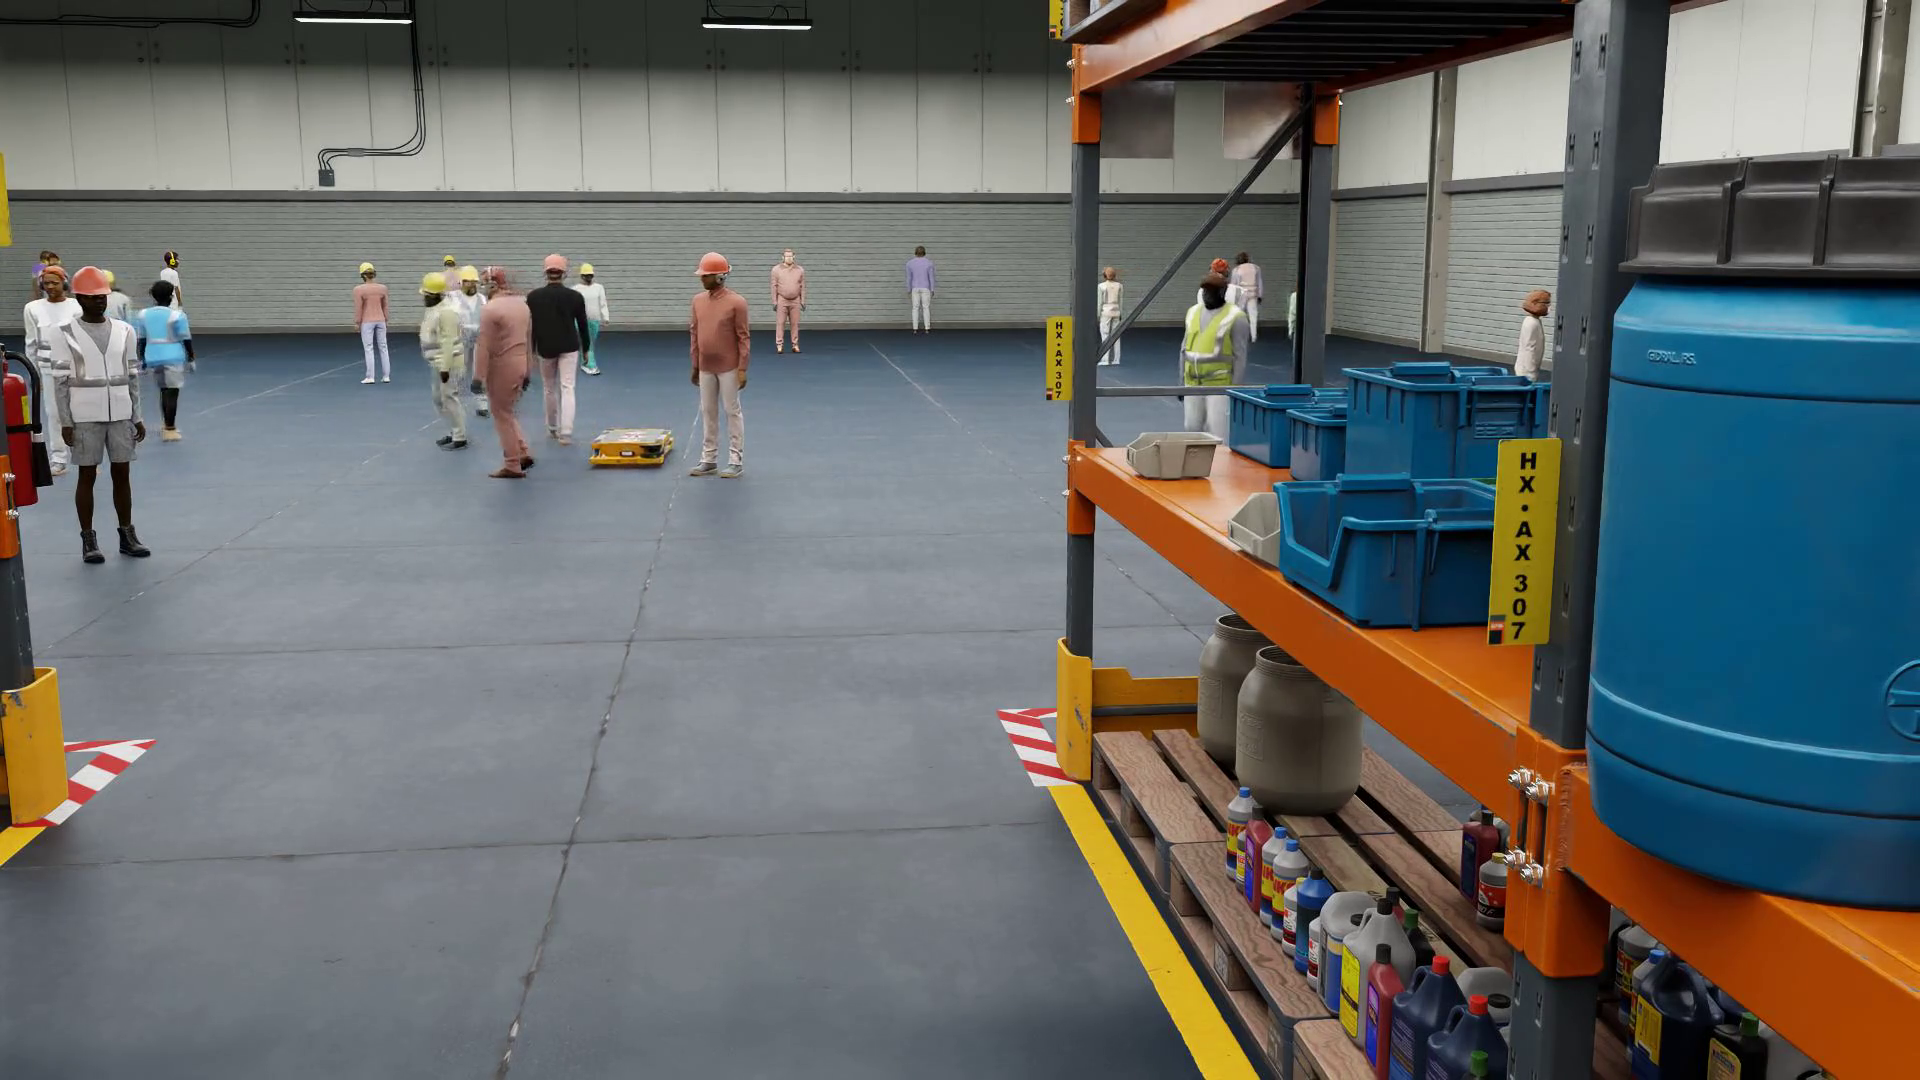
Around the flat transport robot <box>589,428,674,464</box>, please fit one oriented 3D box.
[{"bbox_3d":[-3.148,-0.910,16.013,0.652,0.197,1.431,-1,10,-5],"label":"flat transport robot"}]

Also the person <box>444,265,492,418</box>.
[{"bbox_3d":[-5.864,-2.354,19.725,0.593,1.807,0.757,-9,14,-42],"label":"person"}]

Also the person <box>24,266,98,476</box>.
[{"bbox_3d":[-8.029,-1.506,14.880,0.577,1.877,0.342,-2,11,-12],"label":"person"}]

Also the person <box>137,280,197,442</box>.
[{"bbox_3d":[-8.278,-1.878,17.466,0.550,1.671,0.655,1,10,5],"label":"person"}]

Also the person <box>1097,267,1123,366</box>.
[{"bbox_3d":[2.477,-3.703,27.582,0.523,1.636,0.310,-6,12,-29],"label":"person"}]

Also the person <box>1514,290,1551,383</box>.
[{"bbox_3d":[5.561,-1.622,16.221,0.302,1.627,0.497,5,12,27],"label":"person"}]

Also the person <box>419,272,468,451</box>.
[{"bbox_3d":[-5.153,-1.770,16.568,0.468,1.786,0.620,-6,12,-31],"label":"person"}]

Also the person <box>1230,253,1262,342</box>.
[{"bbox_3d":[5.821,-4.934,33.882,0.687,1.815,0.434,-3,11,-16],"label":"person"}]

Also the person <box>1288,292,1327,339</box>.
[{"bbox_3d":[4.904,-2.948,23.462,0.522,1.618,0.425,1,10,6],"label":"person"}]

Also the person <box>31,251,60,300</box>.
[{"bbox_3d":[-19.329,-5.207,35.272,0.566,1.836,0.400,-3,11,-14],"label":"person"}]

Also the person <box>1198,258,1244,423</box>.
[{"bbox_3d":[2.976,-2.280,19.097,0.574,1.886,0.360,-3,11,-15],"label":"person"}]

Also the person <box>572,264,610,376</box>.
[{"bbox_3d":[-5.733,-3.412,25.773,0.526,1.719,0.897,-8,13,-37],"label":"person"}]

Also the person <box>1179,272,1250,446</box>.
[{"bbox_3d":[2.107,-1.329,14.018,0.629,1.847,0.429,10,14,43],"label":"person"}]

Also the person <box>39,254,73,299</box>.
[{"bbox_3d":[-16.320,-4.253,30.090,0.994,1.819,0.551,10,14,44],"label":"person"}]

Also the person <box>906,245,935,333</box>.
[{"bbox_3d":[-0.873,-5.547,36.858,0.627,1.941,0.370,1,10,7],"label":"person"}]

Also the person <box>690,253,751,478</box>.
[{"bbox_3d":[-2.149,-1.546,14.785,0.612,1.990,0.392,6,12,30],"label":"person"}]

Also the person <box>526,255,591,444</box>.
[{"bbox_3d":[-4.178,-1.989,17.344,0.644,1.938,1.026,-3,11,-14],"label":"person"}]

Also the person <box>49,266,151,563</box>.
[{"bbox_3d":[-5.661,-0.825,10.978,0.354,1.939,0.545,9,14,40],"label":"person"}]

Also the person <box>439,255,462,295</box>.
[{"bbox_3d":[-10.239,-4.843,33.491,0.526,1.762,0.335,-9,14,-42],"label":"person"}]

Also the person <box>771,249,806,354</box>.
[{"bbox_3d":[-3.136,-4.370,30.498,0.640,1.909,0.401,-4,11,-19],"label":"person"}]

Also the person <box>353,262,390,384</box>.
[{"bbox_3d":[-8.567,-3.150,24.219,0.321,1.761,0.522,10,14,43],"label":"person"}]

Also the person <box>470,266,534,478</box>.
[{"bbox_3d":[-4.056,-1.473,14.708,0.424,1.879,0.643,2,11,12],"label":"person"}]

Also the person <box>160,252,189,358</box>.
[{"bbox_3d":[-13.841,-4.126,29.265,0.530,1.869,0.311,8,13,36],"label":"person"}]

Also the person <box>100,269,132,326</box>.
[{"bbox_3d":[-10.839,-2.597,21.293,0.485,1.719,0.685,-7,12,-34],"label":"person"}]
